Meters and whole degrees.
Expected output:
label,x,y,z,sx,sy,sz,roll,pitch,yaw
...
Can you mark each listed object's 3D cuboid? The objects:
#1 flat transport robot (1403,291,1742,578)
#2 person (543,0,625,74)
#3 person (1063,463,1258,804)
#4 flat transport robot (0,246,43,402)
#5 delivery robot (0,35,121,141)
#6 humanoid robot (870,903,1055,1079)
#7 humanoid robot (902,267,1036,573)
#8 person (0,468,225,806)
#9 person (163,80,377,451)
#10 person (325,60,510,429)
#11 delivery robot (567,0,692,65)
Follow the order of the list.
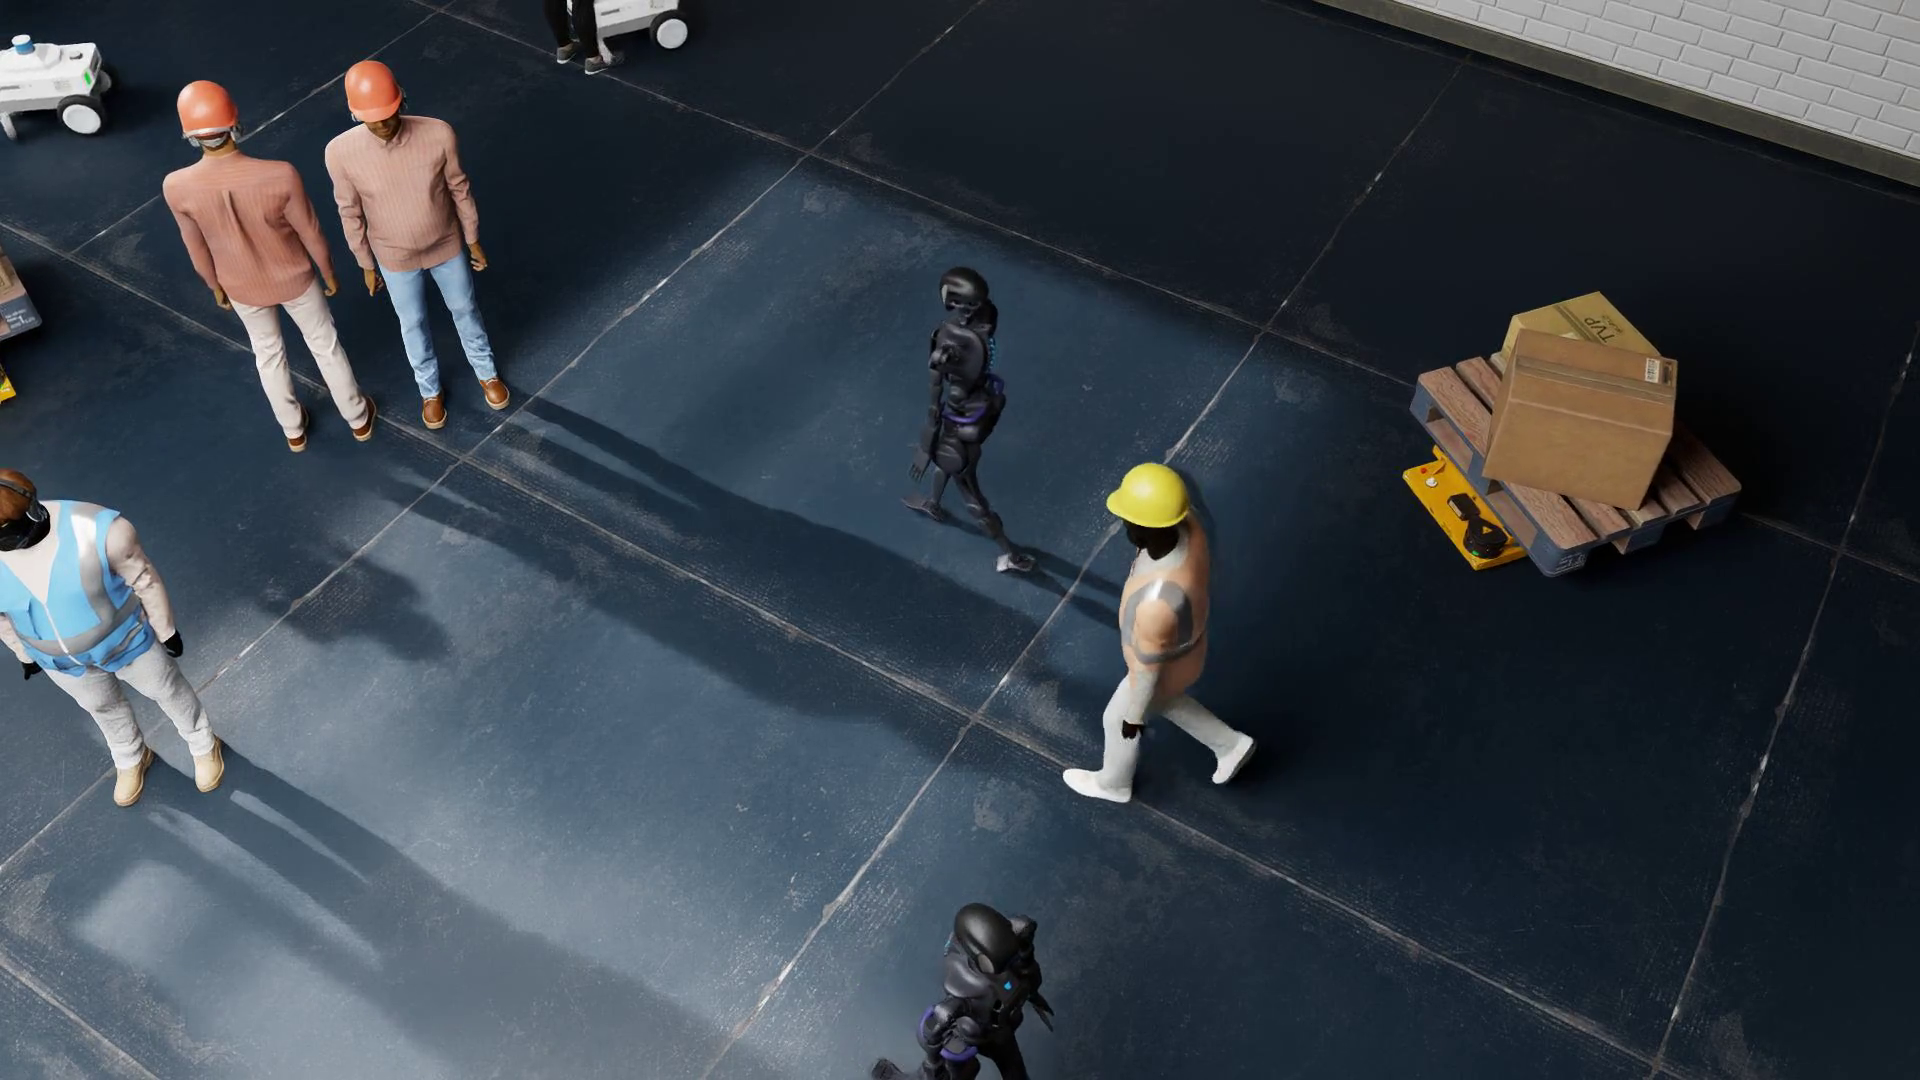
label,x,y,z,sx,sy,sz,roll,pitch,yaw
flat transport robot,2.957,-0.322,8.097,1.431,0.231,0.659,-17,51,-14
person,-2.400,-3.663,10.027,0.772,1.755,0.450,28,55,22
person,0.817,0.438,6.353,0.675,1.897,0.620,13,50,11
flat transport robot,-5.541,-1.080,8.760,0.659,0.231,1.431,-29,55,-23
delivery robot,-5.514,-2.757,10.036,0.767,0.595,0.515,-7,49,-6
humanoid robot,0.033,1.615,5.505,0.783,1.635,0.597,30,55,24
humanoid robot,0.032,-0.526,7.383,0.782,1.642,0.586,22,52,18
person,-3.347,0.390,6.431,0.633,1.841,0.429,-8,49,-7
person,-3.223,-1.248,7.772,0.612,1.986,0.412,-8,49,-7
person,-2.561,-1.387,7.883,0.610,1.995,0.377,-19,51,-16
delivery robot,-2.120,-3.403,10.603,0.770,0.599,0.502,-20,52,-17
